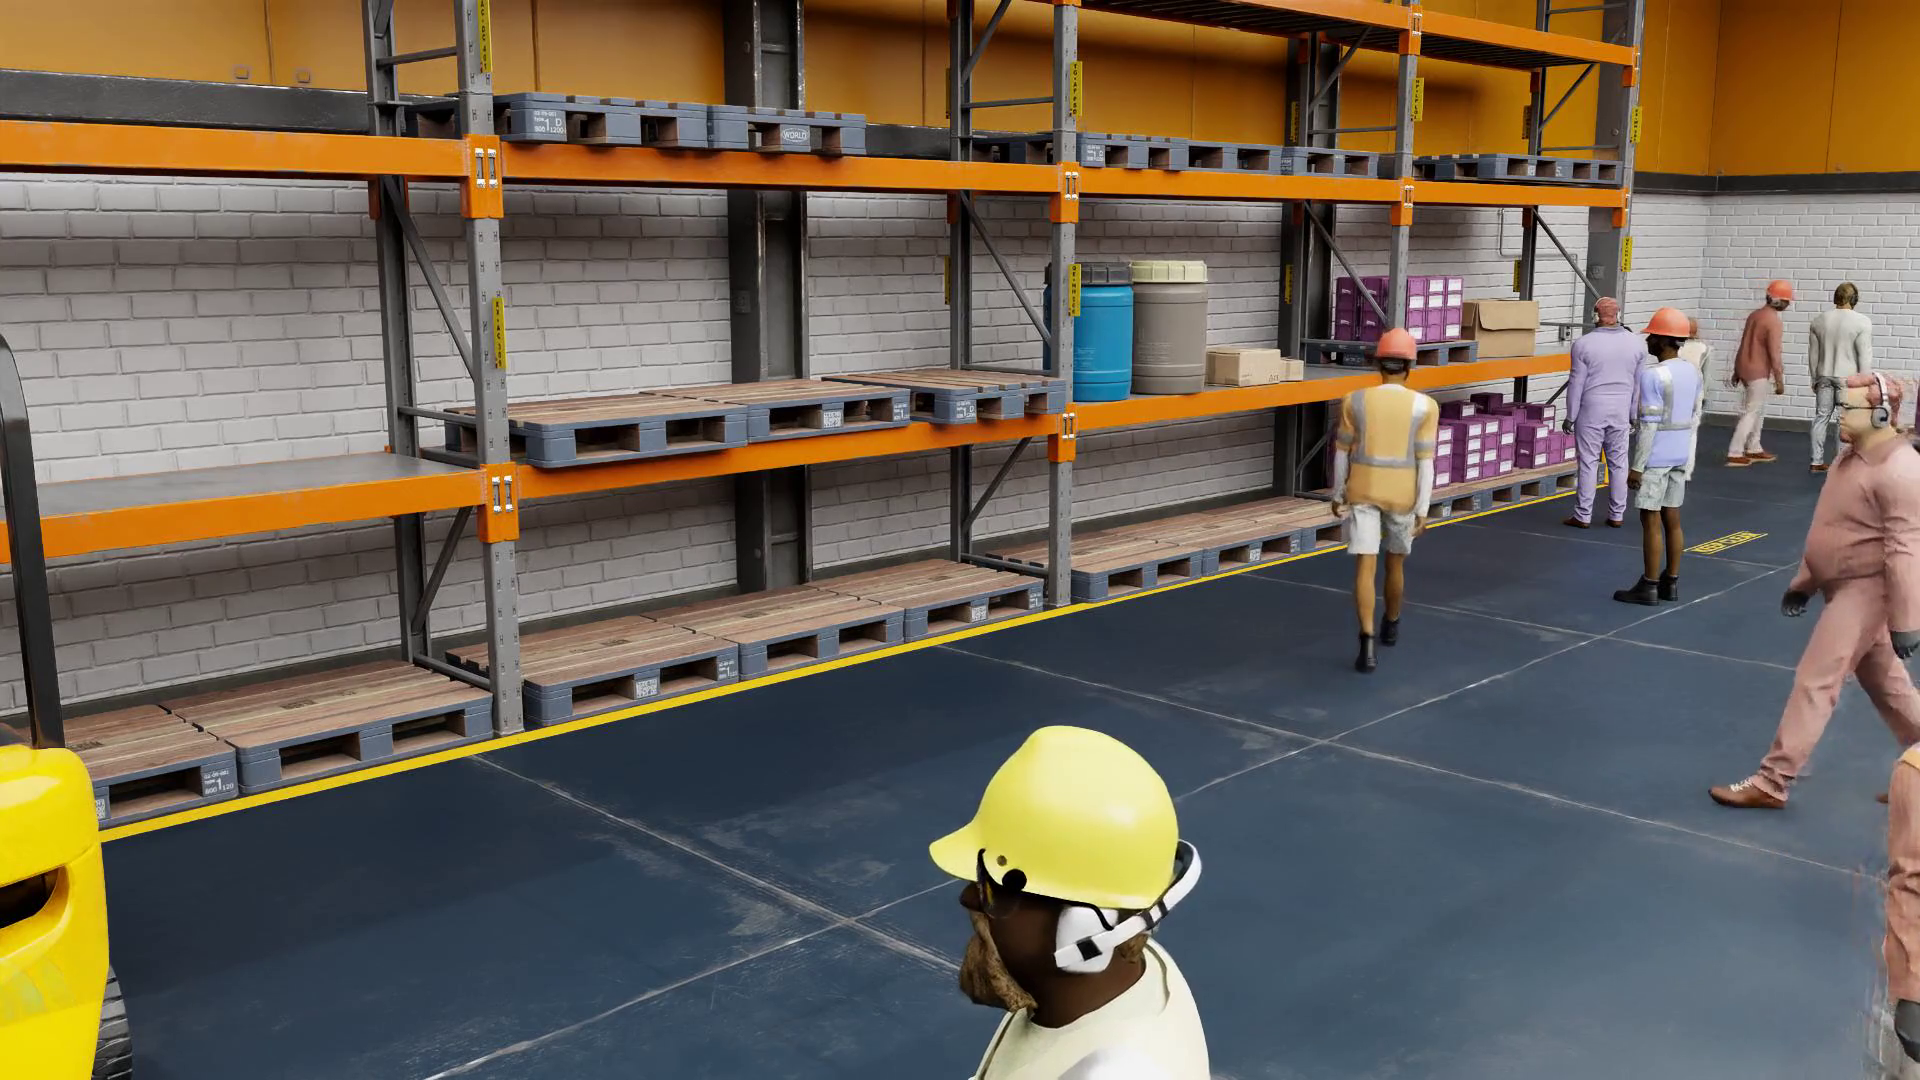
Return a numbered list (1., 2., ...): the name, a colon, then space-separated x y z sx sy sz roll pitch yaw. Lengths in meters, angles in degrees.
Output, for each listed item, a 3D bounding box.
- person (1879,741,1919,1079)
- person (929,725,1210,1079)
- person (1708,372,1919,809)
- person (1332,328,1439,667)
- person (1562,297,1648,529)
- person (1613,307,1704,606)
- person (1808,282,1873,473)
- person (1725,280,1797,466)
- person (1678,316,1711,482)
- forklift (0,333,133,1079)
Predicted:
1. person: 2.218 0.966 3.520 0.534 1.608 0.687 -1 10 -6
2. person: 0.123 1.120 2.095 0.404 1.837 0.590 1 10 3
3. person: 3.742 0.230 6.917 1.007 1.859 0.642 3 11 14
4. person: 2.404 -0.250 9.448 0.565 1.891 0.985 3 11 14
5. person: 5.273 -1.037 13.682 0.638 1.902 0.407 -1 10 -5
6. person: 4.559 -0.538 10.848 0.545 1.943 0.347 -7 13 -35
7. person: 8.823 -1.609 16.694 0.372 1.940 0.632 -7 12 -32
8. person: 8.354 -1.710 17.236 0.740 1.947 0.695 0 10 -2
9. person: 7.088 -1.382 16.338 0.526 1.623 0.523 1 10 6
10. forklift: -3.289 0.485 4.582 1.214 2.155 2.313 -10 14 -44
